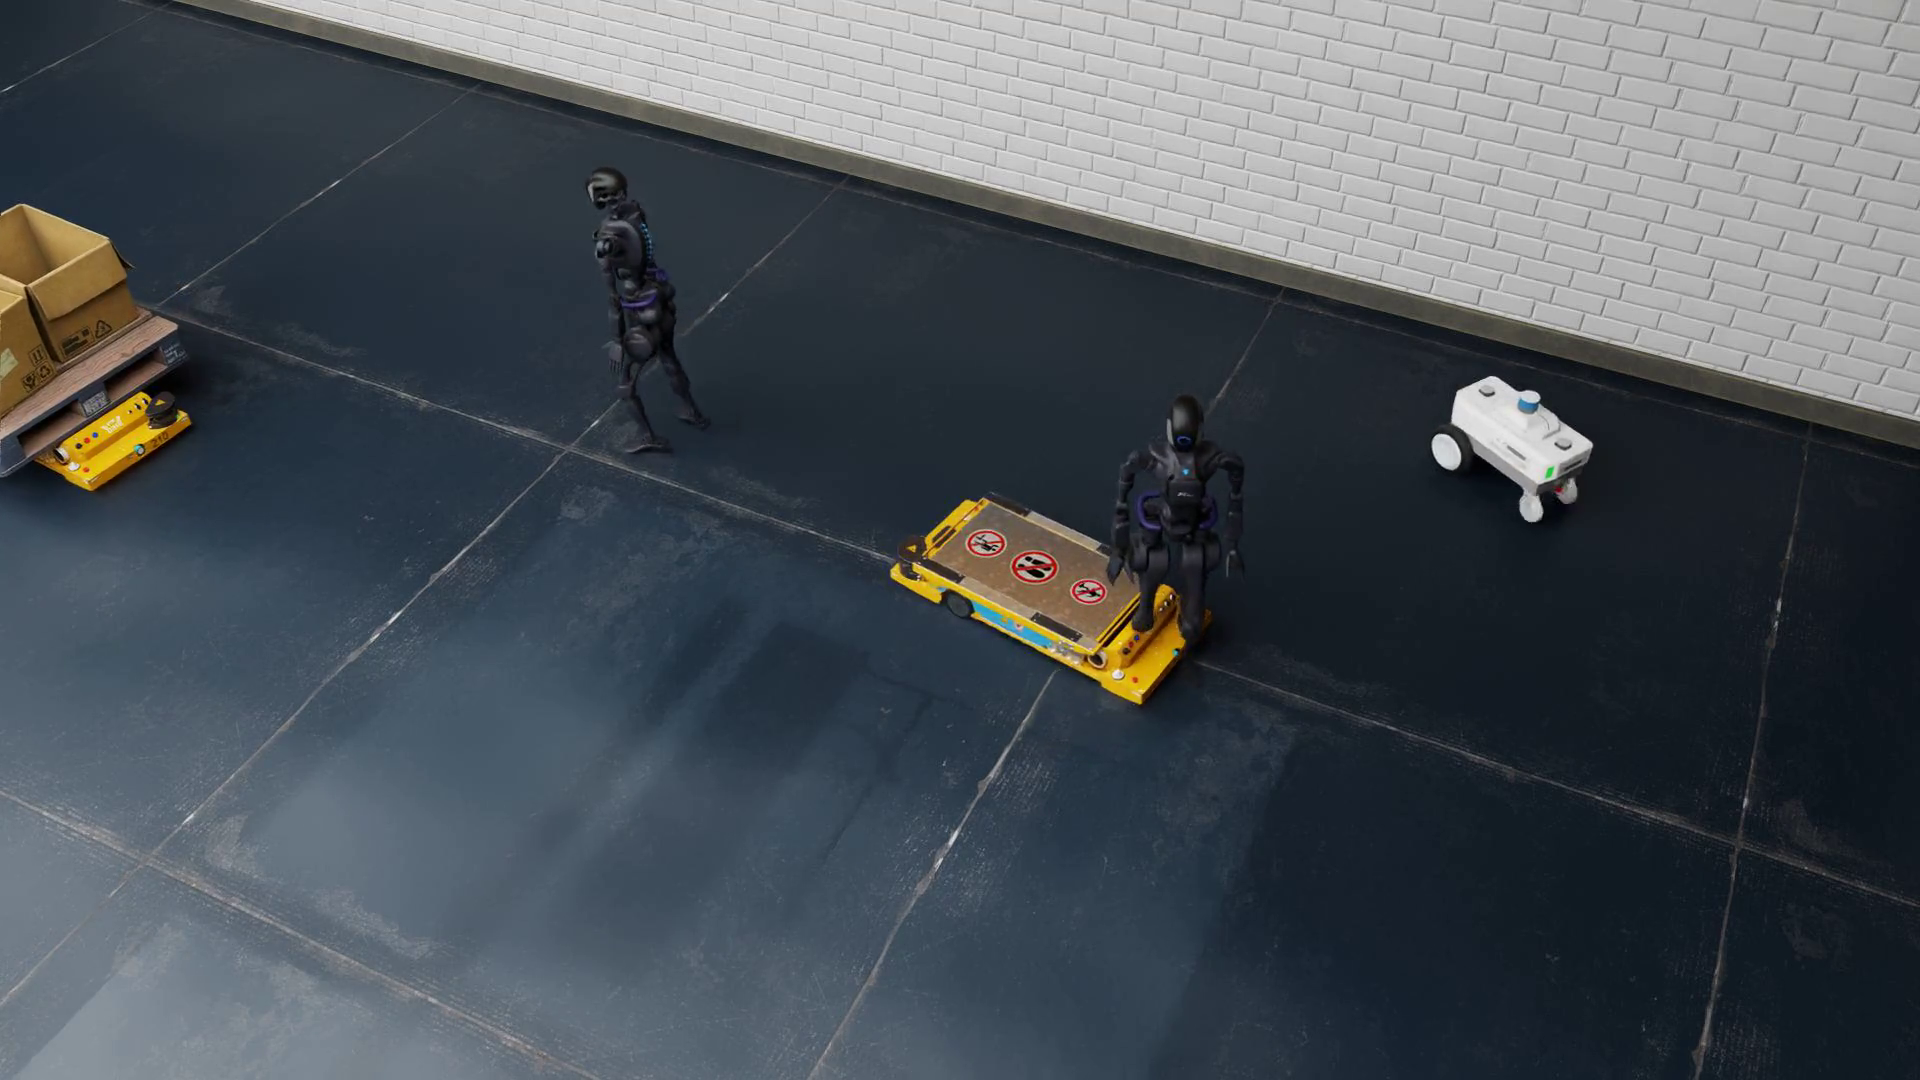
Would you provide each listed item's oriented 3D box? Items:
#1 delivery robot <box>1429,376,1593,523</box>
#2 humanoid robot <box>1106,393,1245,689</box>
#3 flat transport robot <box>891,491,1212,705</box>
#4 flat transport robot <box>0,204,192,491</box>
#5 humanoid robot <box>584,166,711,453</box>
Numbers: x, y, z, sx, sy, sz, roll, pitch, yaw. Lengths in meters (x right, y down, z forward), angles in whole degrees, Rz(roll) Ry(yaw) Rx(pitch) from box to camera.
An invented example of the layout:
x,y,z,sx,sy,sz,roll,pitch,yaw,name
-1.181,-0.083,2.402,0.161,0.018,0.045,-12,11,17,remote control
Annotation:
x,y,z,sx,sy,sz,roll,pitch,yaw,name
2.874,-0.523,8.588,0.499,0.565,0.746,-24,48,-24,delivery robot
0.950,-0.019,7.255,0.610,1.650,0.405,-1,43,-1,humanoid robot
0.428,0.237,8.000,1.431,0.231,0.659,26,49,25,flat transport robot
-4.952,-0.744,9.058,1.431,0.231,0.659,22,47,22,flat transport robot
-1.616,-1.151,8.465,0.384,1.639,0.593,7,43,8,humanoid robot
